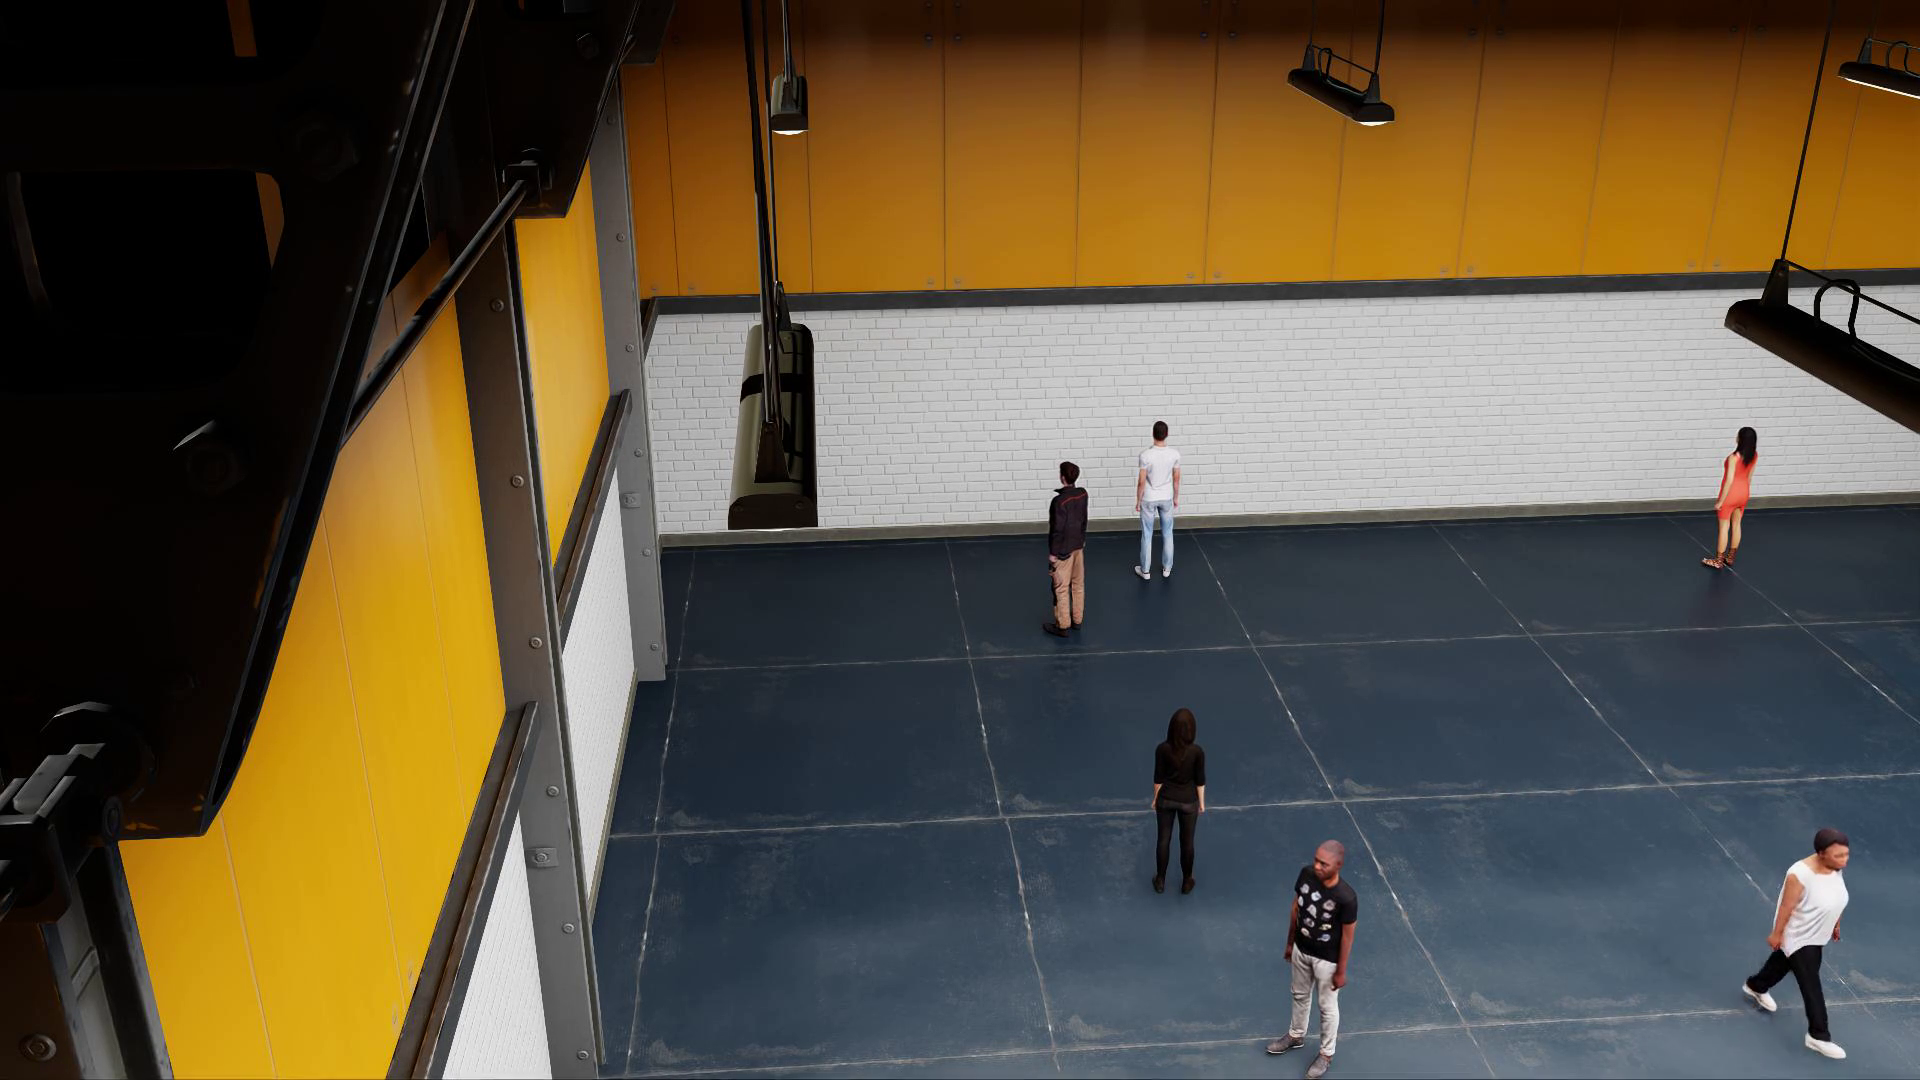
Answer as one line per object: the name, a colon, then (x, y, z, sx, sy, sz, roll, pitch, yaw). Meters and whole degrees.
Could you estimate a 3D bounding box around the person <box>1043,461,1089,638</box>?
person: (1.120, 0.087, 17.449, 0.831, 1.925, 0.791, 21, 31, 40)

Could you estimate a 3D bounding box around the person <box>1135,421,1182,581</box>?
person: (2.230, -0.452, 18.774, 0.664, 1.851, 0.564, -4, 24, -10)

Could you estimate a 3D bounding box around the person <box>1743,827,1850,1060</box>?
person: (5.922, 2.732, 11.742, 0.977, 1.649, 1.189, -14, 27, -29)

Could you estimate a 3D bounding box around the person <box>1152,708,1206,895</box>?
person: (1.735, 2.080, 13.243, 0.615, 1.642, 0.572, 4, 24, 8)

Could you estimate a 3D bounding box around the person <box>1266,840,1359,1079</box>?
person: (2.457, 2.816, 11.355, 0.822, 1.805, 0.729, -18, 30, -36)

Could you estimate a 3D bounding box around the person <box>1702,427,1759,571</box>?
person: (8.854, -0.488, 19.020, 0.653, 1.719, 0.641, -11, 26, -23)
